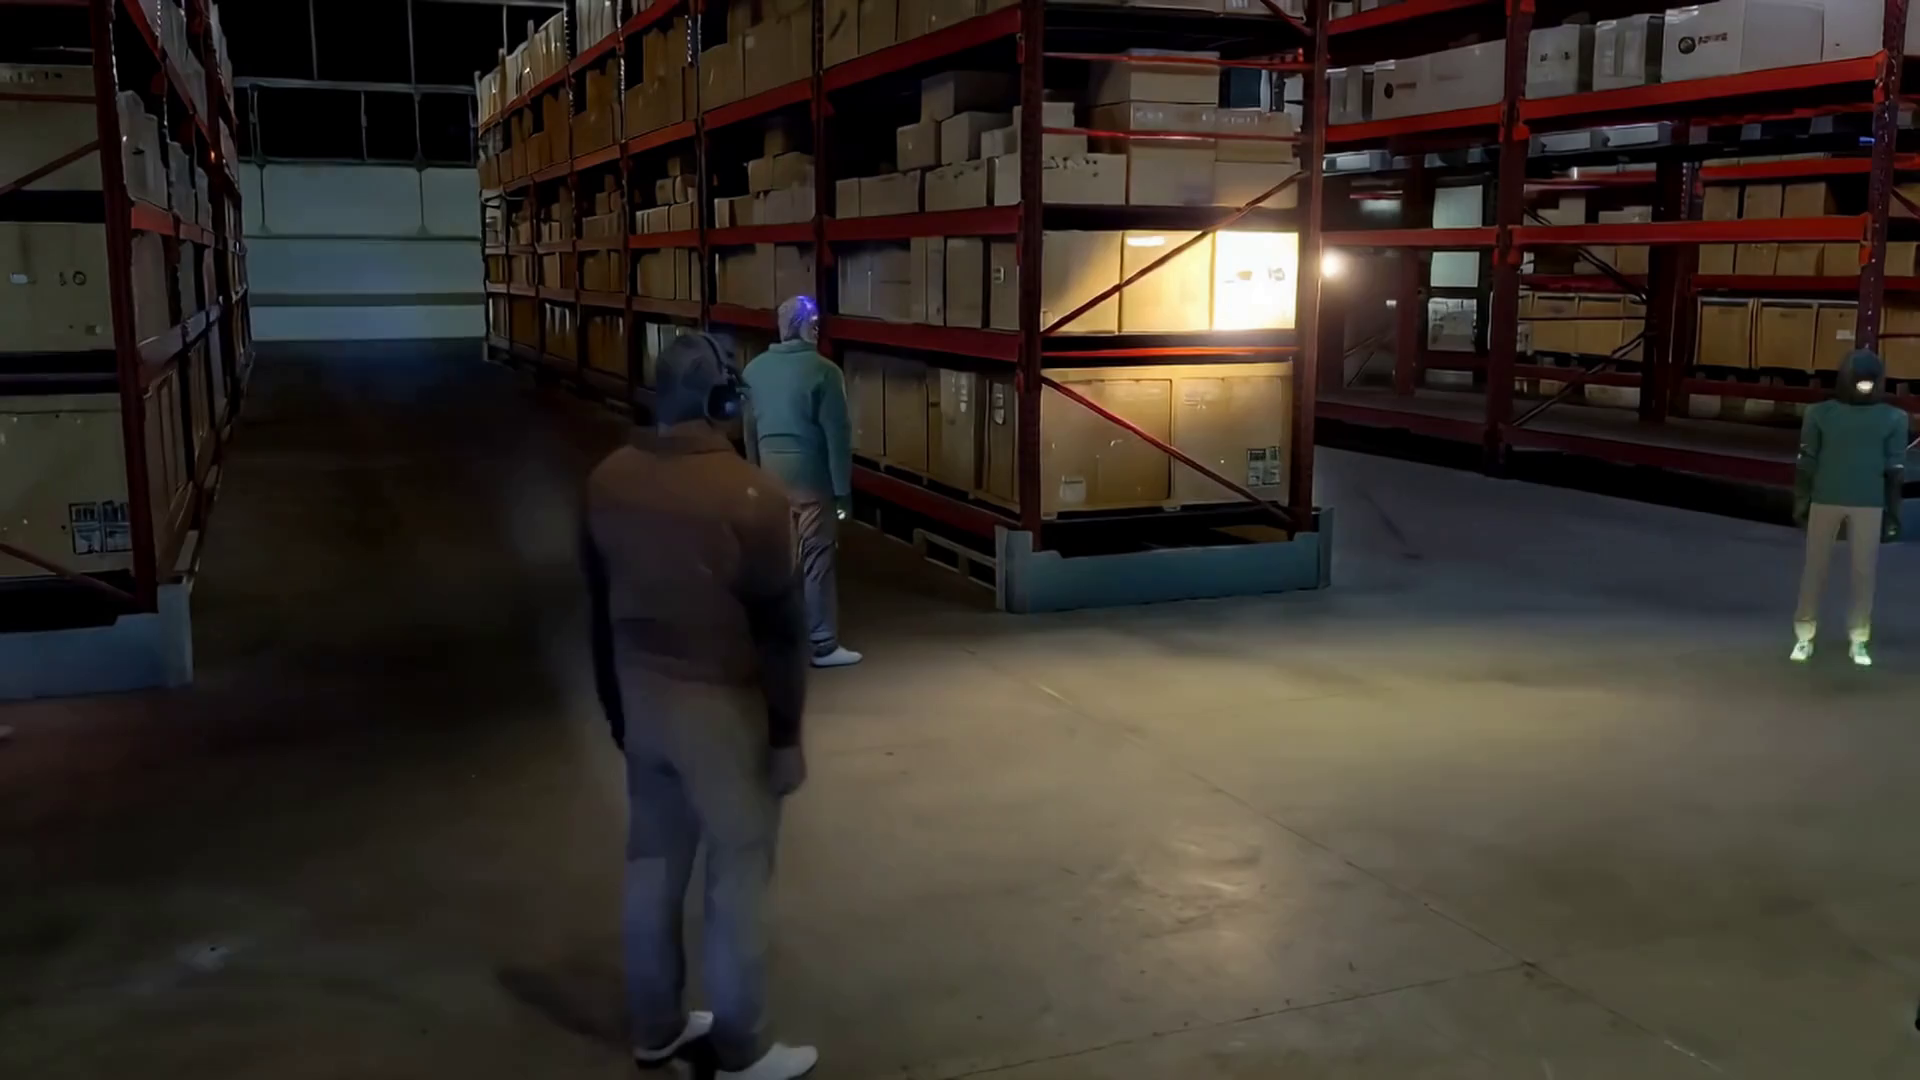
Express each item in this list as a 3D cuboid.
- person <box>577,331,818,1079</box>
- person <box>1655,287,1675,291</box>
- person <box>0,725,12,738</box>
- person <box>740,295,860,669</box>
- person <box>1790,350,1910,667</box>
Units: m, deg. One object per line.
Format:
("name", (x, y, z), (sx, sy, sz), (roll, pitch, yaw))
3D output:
("person", (-0.639, 0.430, 4.210), (0.651, 1.904, 0.403), (6, 11, 32))
("person", (14.559, -4.637, 34.445), (0.617, 1.959, 1.009), (1, 10, 5))
("person", (-4.365, 0.026, 6.896), (0.754, 1.817, 0.595), (-3, 10, -16))
("person", (-0.804, -0.292, 8.527), (0.639, 1.908, 0.409), (6, 11, 30))
("person", (4.572, -0.158, 8.567), (0.529, 1.628, 0.273), (4, 10, 22))
